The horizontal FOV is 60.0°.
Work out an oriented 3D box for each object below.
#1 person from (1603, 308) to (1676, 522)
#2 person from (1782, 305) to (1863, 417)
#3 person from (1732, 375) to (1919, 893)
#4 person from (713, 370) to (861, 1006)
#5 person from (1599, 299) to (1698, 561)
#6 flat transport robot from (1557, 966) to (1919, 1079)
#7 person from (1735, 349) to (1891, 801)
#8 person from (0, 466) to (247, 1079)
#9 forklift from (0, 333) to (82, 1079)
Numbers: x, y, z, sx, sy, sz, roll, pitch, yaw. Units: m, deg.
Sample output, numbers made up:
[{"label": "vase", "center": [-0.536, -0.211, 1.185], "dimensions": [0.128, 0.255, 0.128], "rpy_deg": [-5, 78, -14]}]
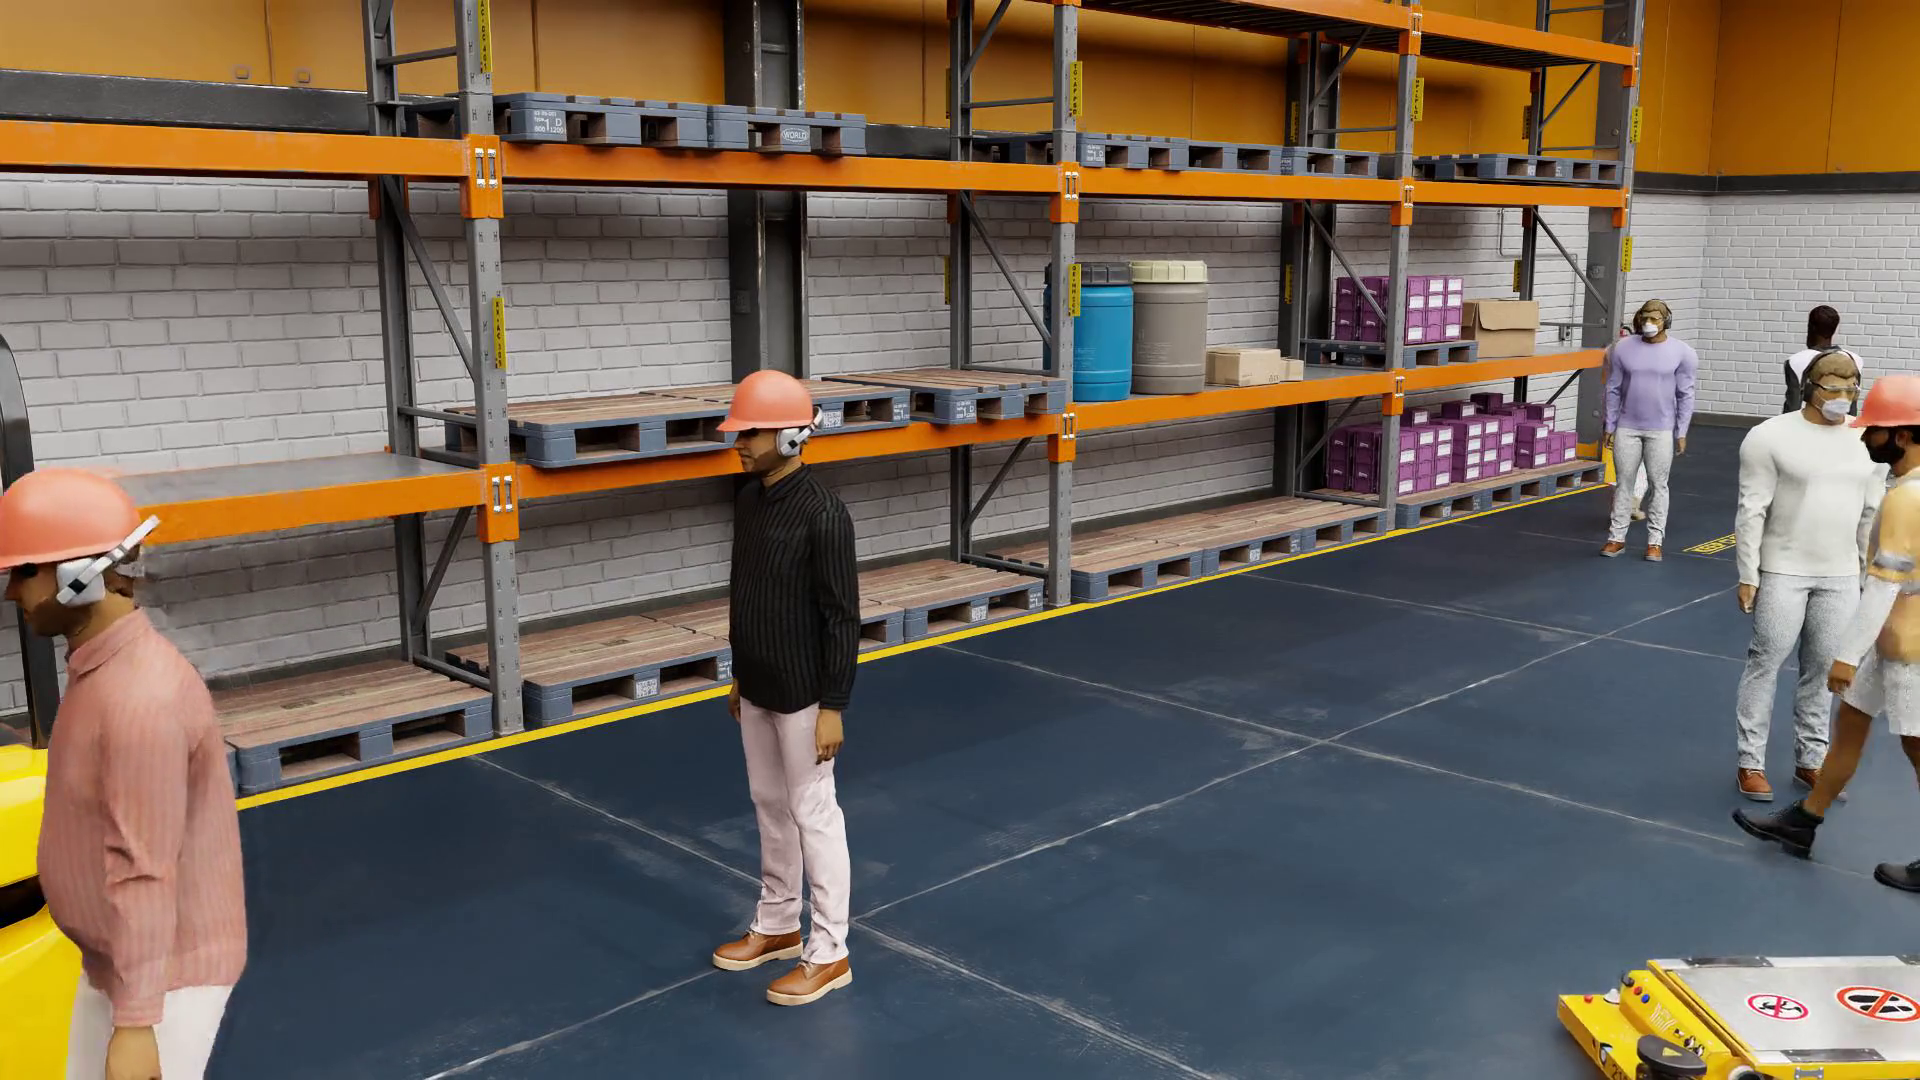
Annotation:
[{"label": "person", "center": [5.636, -1.025, 13.833], "dimensions": [0.566, 1.826, 0.628], "rpy_deg": [-10, 14, -44]}, {"label": "person", "center": [6.027, -0.682, 11.704], "dimensions": [0.597, 1.915, 0.374], "rpy_deg": [-2, 11, -13]}, {"label": "person", "center": [3.335, 0.346, 6.147], "dimensions": [0.923, 1.894, 0.557], "rpy_deg": [8, 13, 36]}, {"label": "person", "center": [-0.561, 0.460, 5.259], "dimensions": [0.387, 1.992, 0.626], "rpy_deg": [-8, 13, -37]}, {"label": "person", "center": [5.097, -0.813, 12.356], "dimensions": [0.627, 1.941, 0.370], "rpy_deg": [7, 13, 35]}, {"label": "flat transport robot", "center": [2.540, 1.417, 4.746], "dimensions": [1.431, 0.197, 0.652], "rpy_deg": [0, 10, -2]}, {"label": "person", "center": [3.613, 0.155, 7.083], "dimensions": [0.630, 1.938, 0.373], "rpy_deg": [0, 10, 0]}, {"label": "person", "center": [-1.597, 0.825, 3.349], "dimensions": [0.535, 1.974, 0.636], "rpy_deg": [-8, 13, -37]}, {"label": "forklift", "center": [-3.289, 0.485, 4.582], "dimensions": [1.214, 2.155, 2.313], "rpy_deg": [-10, 14, -44]}]
